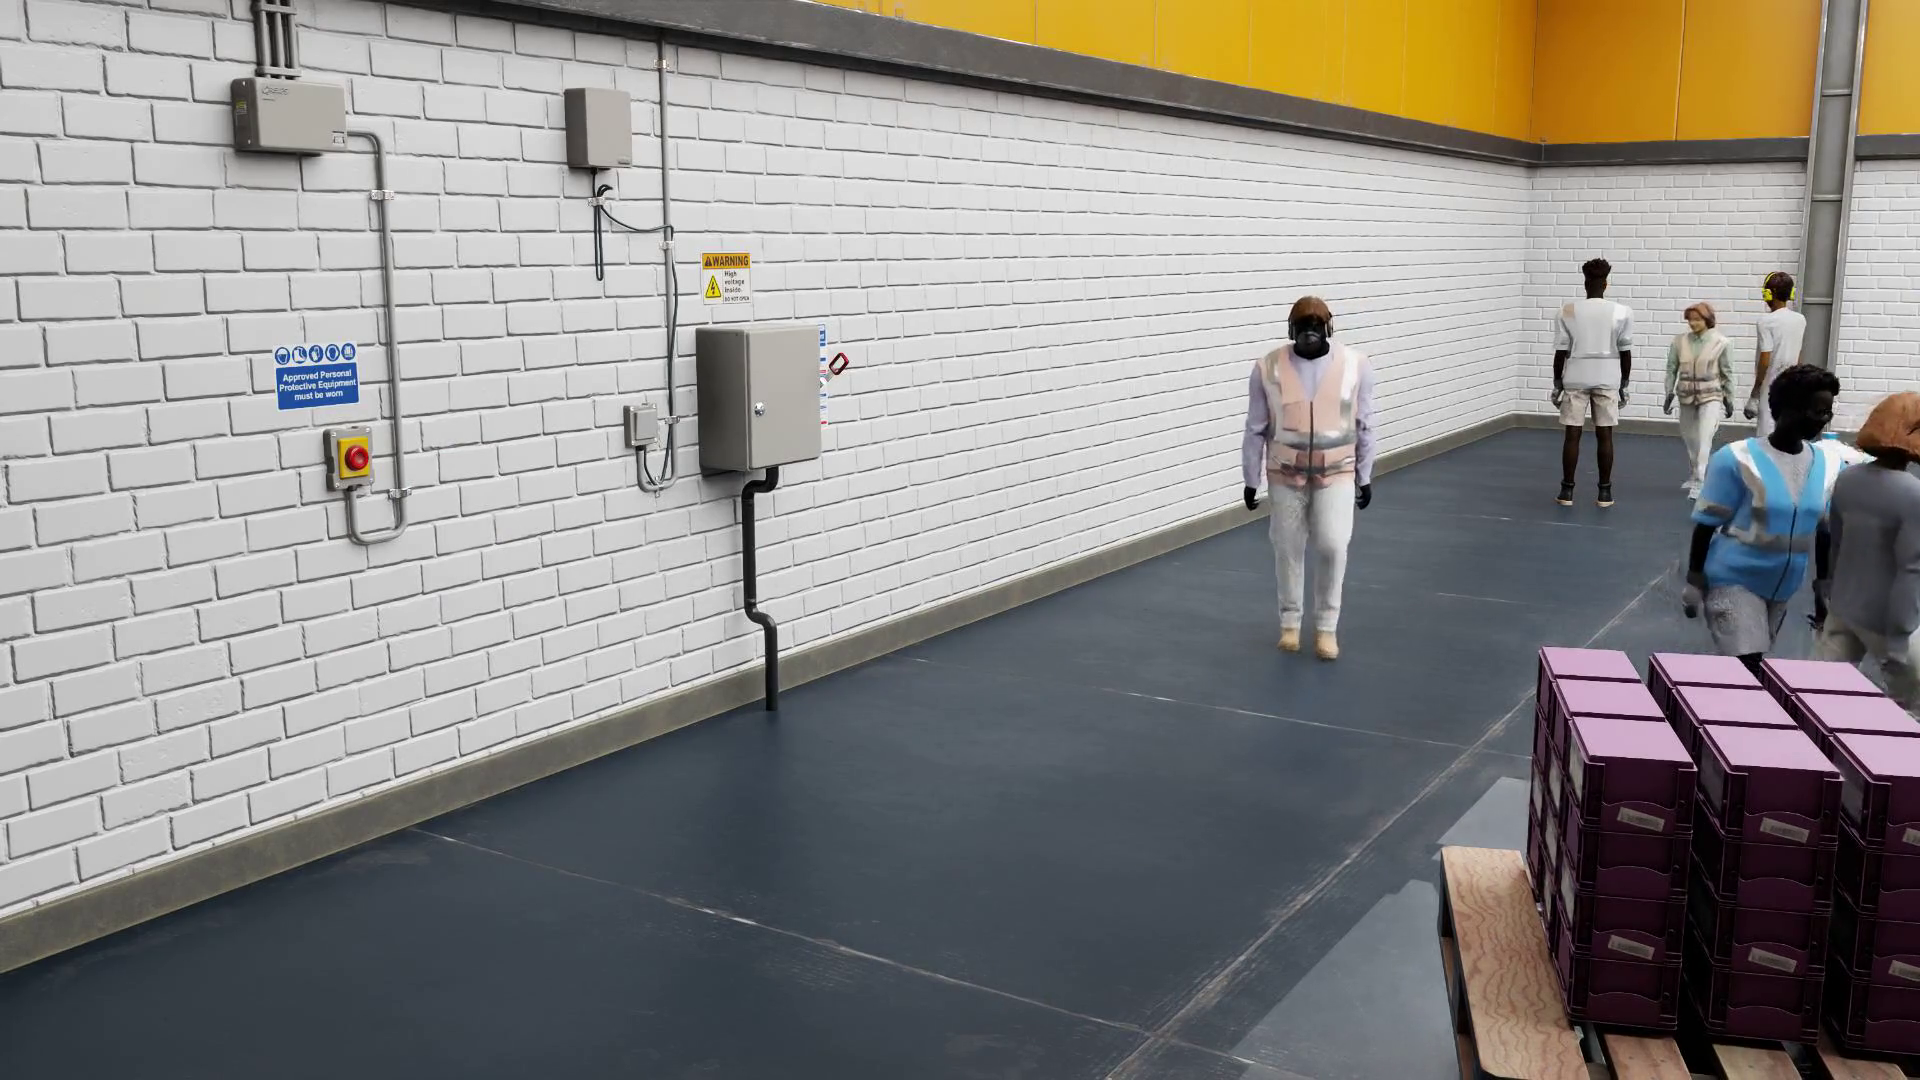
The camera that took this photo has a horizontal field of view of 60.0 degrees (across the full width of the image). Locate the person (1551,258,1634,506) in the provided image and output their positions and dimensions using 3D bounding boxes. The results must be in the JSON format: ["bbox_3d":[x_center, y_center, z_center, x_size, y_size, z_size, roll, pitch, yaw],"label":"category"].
[{"bbox_3d":[4.989,-1.240,13.156,0.603,1.962,0.368,3,11,17],"label":"person"}]

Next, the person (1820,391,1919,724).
[{"bbox_3d":[3.102,0.276,5.772,0.797,1.602,0.512,-2,10,-10],"label":"person"}]

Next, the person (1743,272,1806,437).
[{"bbox_3d":[6.186,-1.103,12.675,0.512,1.864,0.330,-6,12,-28],"label":"person"}]

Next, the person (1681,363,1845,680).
[{"bbox_3d":[2.965,0.178,6.114,0.545,1.653,0.788,-3,11,-16],"label":"person"}]

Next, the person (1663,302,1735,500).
[{"bbox_3d":[6.124,-1.160,13.718,0.542,1.603,0.753,10,14,44],"label":"person"}]

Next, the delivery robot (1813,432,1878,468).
[{"bbox_3d":[6.991,-0.629,13.412,0.477,0.478,0.707,-10,14,-44],"label":"delivery robot"}]

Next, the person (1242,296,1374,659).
[{"bbox_3d":[1.742,-0.305,8.368,0.656,1.819,0.620,2,10,12],"label":"person"}]
